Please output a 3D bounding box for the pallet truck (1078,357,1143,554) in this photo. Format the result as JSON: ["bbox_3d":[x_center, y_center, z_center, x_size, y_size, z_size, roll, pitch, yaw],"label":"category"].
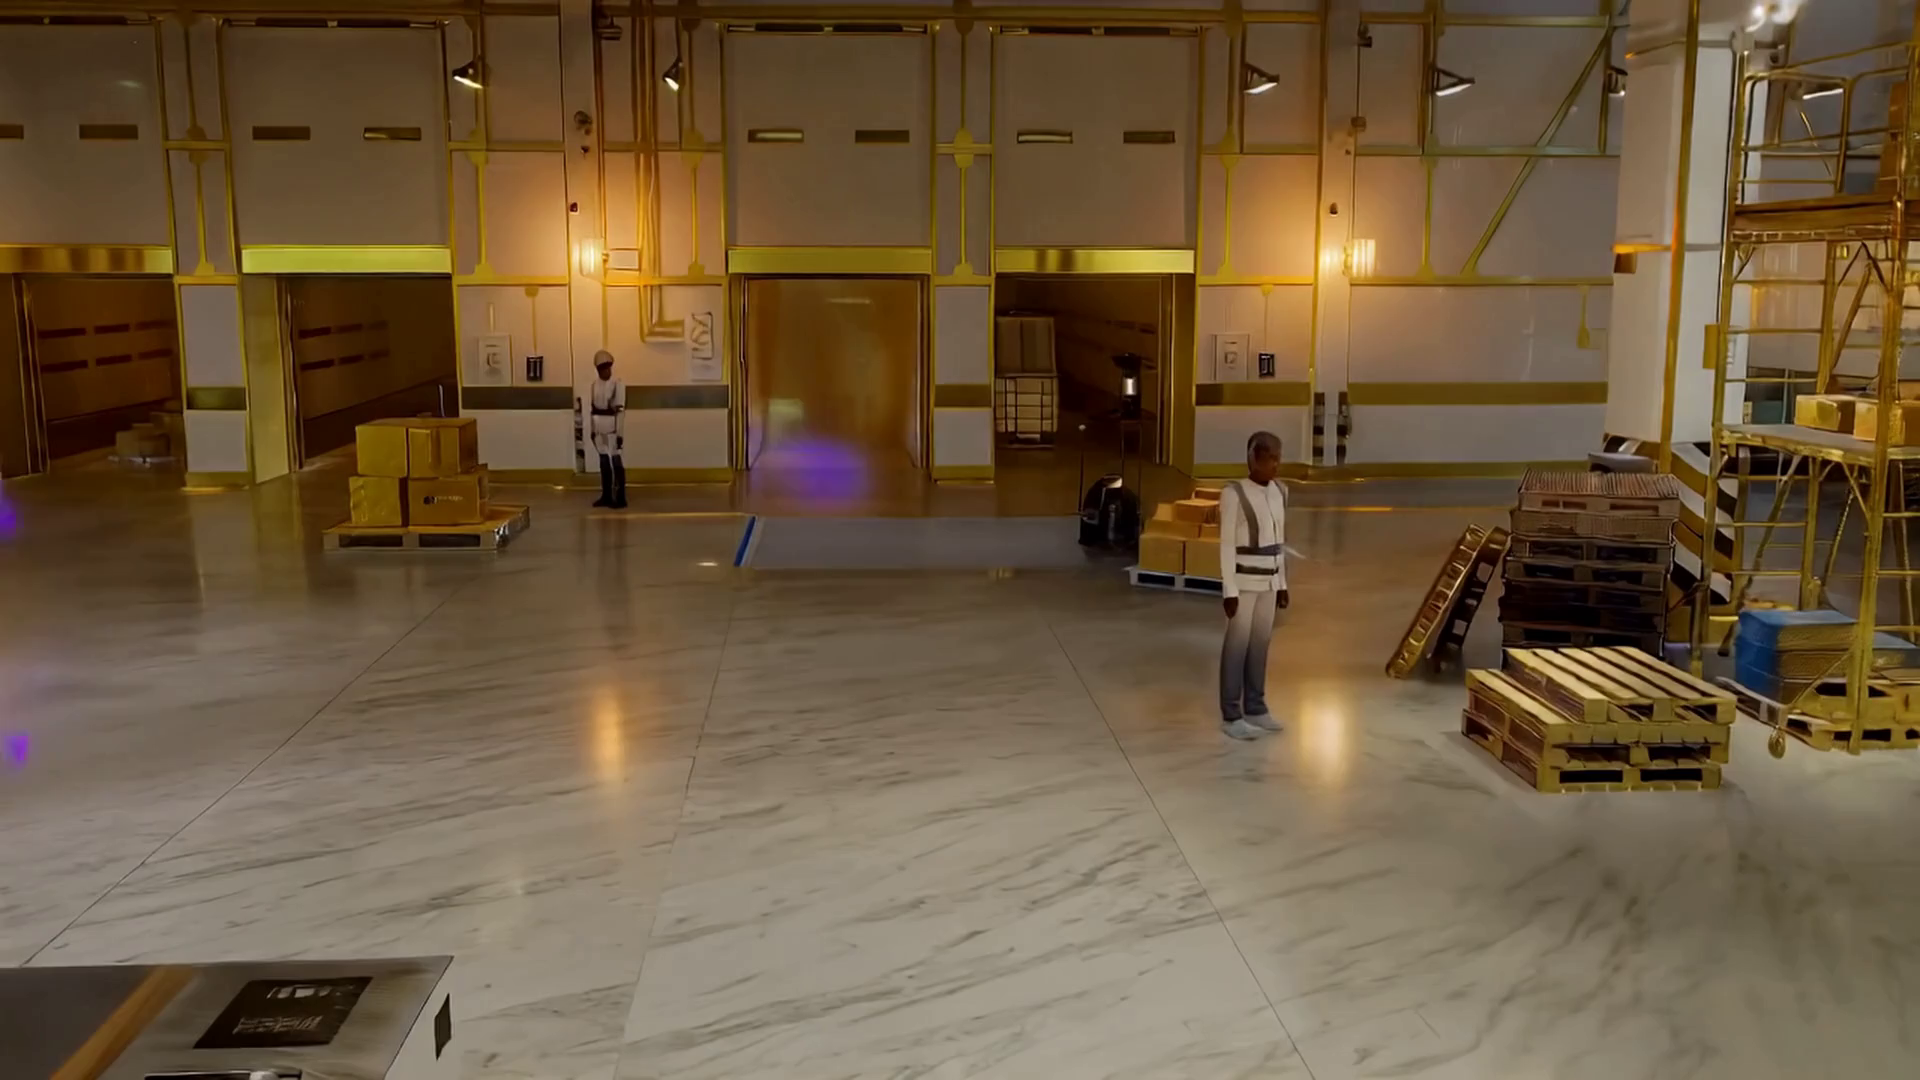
[{"bbox_3d":[2.088,-0.836,16.757,1.885,1.965,0.823,2,9,13],"label":"pallet truck"}]

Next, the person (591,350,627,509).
[{"bbox_3d":[-4.277,-1.339,20.141,0.545,1.929,0.391,7,11,37],"label":"person"}]

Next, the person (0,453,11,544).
[{"bbox_3d":[-7.675,-0.139,12.770,0.650,1.887,1.034,-8,12,-42],"label":"person"}]

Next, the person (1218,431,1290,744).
[{"bbox_3d":[1.796,0.276,10.122,0.573,1.887,0.355,-8,12,-43],"label":"person"}]
